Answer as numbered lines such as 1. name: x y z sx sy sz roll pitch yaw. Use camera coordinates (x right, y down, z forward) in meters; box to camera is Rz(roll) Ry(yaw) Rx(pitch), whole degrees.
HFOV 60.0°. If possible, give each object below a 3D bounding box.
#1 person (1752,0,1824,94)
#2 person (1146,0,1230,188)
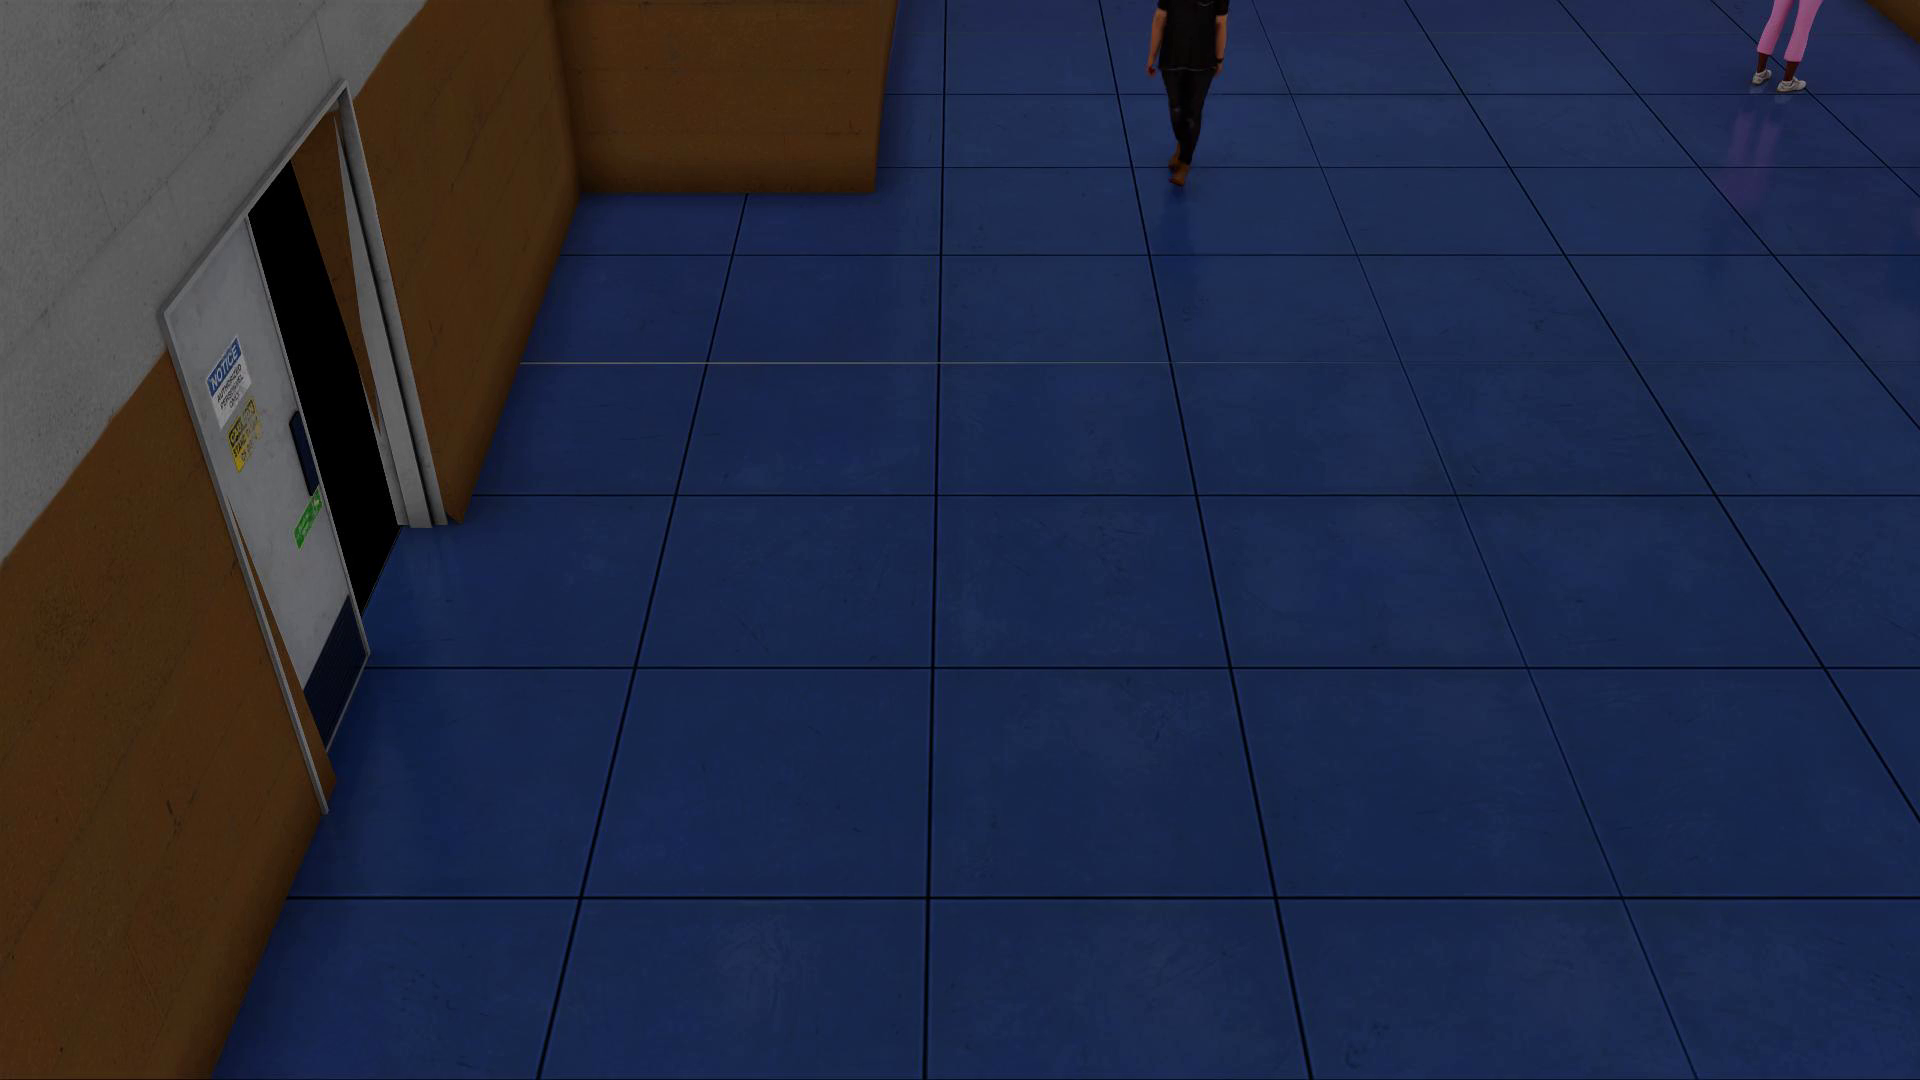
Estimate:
1. person: 6.316 -4.239 12.409 0.691 1.741 0.655 -25 44 -30
2. person: 1.552 -3.290 11.189 0.999 1.687 0.937 17 40 21
